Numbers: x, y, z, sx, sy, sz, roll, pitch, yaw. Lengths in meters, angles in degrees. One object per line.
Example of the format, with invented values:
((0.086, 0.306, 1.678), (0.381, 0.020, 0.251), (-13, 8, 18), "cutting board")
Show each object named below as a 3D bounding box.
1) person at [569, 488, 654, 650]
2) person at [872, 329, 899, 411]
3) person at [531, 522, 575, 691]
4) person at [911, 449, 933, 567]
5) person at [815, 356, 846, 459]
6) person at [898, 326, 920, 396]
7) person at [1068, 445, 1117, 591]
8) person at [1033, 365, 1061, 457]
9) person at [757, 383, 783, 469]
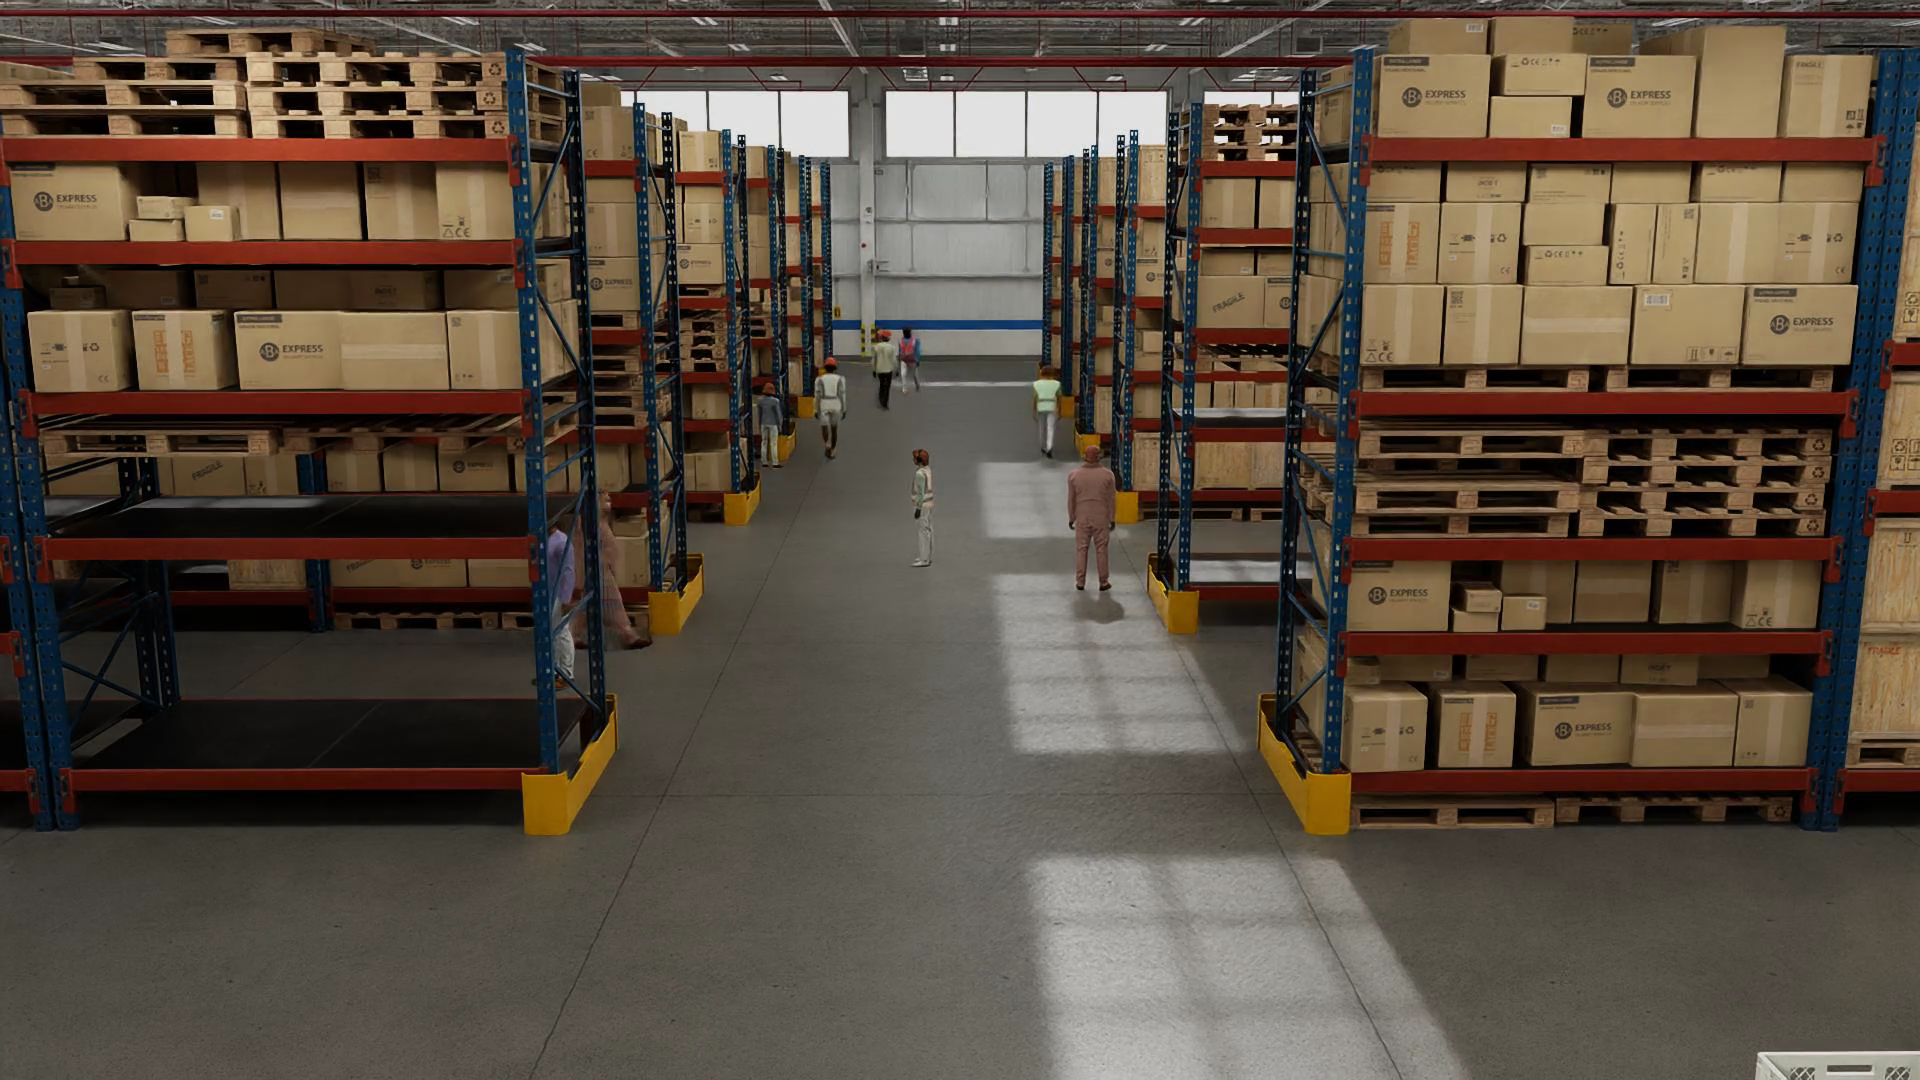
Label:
((-3.999, 0.336, 18.592), (0.983, 1.866, 0.663), (-2, 12, -12), "person")
((-1.789, -4.127, 40.420), (0.619, 1.972, 0.681), (5, 13, 25), "person")
((-4.212, 0.583, 17.150), (0.636, 1.939, 0.358), (11, 16, 42), "person")
((-0.521, -0.449, 23.011), (0.313, 1.642, 0.513), (2, 12, 11), "person")
((-2.541, -2.603, 32.726), (0.625, 2.024, 0.424), (-1, 11, -6), "person")
((-1.326, -4.731, 43.799), (0.632, 1.820, 0.766), (3, 12, 13), "person")
((1.716, -0.286, 21.557), (0.638, 1.903, 0.408), (2, 12, 11), "person")
((1.729, -2.571, 33.106), (0.577, 1.816, 0.909), (0, 11, 2), "person")
((-3.605, -2.162, 31.519), (0.500, 1.633, 0.282), (4, 12, 21), "person")
